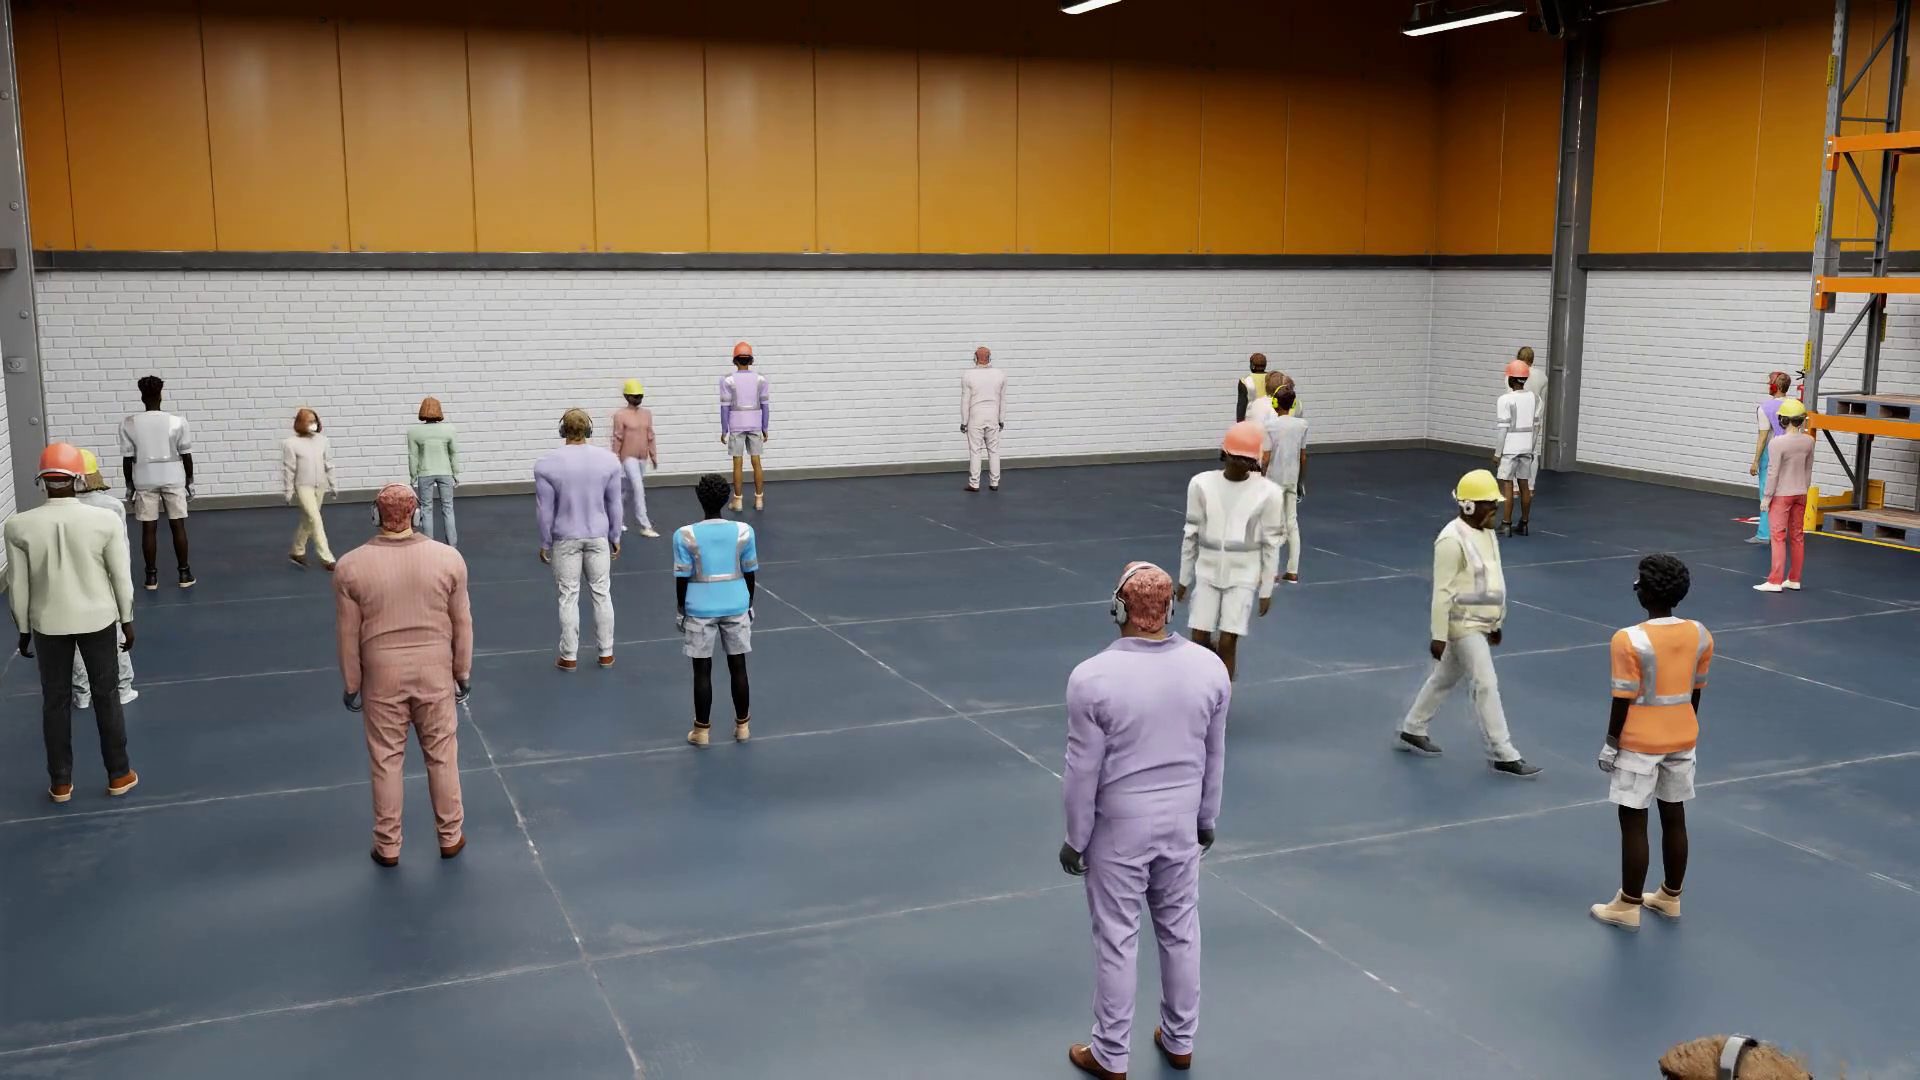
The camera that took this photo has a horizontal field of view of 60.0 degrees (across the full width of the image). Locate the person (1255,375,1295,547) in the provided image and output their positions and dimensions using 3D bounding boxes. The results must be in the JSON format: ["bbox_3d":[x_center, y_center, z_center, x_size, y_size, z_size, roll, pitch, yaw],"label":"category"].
[{"bbox_3d":[3.350,-0.811,17.419,0.545,1.821,0.641,-1,9,-8],"label":"person"}]

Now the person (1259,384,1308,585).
[{"bbox_3d":[2.982,-0.513,15.471,0.514,1.872,0.328,-4,10,-23],"label":"person"}]

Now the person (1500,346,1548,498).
[{"bbox_3d":[7.189,-1.504,21.265,0.630,1.940,0.372,-4,10,-23],"label":"person"}]

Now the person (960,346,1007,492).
[{"bbox_3d":[0.291,-1.583,21.844,0.641,1.908,0.408,-4,10,-23],"label":"person"}]

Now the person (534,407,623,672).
[{"bbox_3d":[-2.775,0.001,12.149,0.630,1.940,0.372,-4,10,-23],"label":"person"}]

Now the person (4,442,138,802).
[{"bbox_3d":[-4.911,0.455,9.225,0.611,1.995,0.381,-4,10,-23],"label":"person"}]

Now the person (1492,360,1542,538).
[{"bbox_3d":[6.054,-0.994,18.166,0.545,1.942,0.353,-4,10,-23],"label":"person"}]

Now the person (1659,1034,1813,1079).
[{"bbox_3d":[1.213,1.650,2.628,0.979,1.788,0.522,3,10,19],"label":"person"}]

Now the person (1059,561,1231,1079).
[{"bbox_3d":[0.649,1.023,6.049,0.641,1.908,0.408,-4,10,-23],"label":"person"}]

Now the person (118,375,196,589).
[{"bbox_3d":[-7.345,-0.526,15.256,0.607,1.966,0.367,-4,10,-23],"label":"person"}]

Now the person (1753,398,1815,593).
[{"bbox_3d":[7.491,-0.400,15.089,0.525,1.772,0.308,-4,10,-23],"label":"person"}]

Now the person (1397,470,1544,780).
[{"bbox_3d":[2.999,0.468,9.792,0.915,1.788,0.607,7,12,36],"label":"person"}]

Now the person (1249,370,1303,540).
[{"bbox_3d":[3.368,-0.904,17.918,0.626,1.846,0.429,-4,10,-23],"label":"person"}]

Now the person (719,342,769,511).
[{"bbox_3d":[-2.610,-1.366,20.111,0.607,2.044,0.377,-4,10,-23],"label":"person"}]

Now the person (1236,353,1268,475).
[{"bbox_3d":[3.825,-1.492,21.488,0.626,1.844,0.429,-4,10,-23],"label":"person"}]

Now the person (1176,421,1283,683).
[{"bbox_3d":[1.701,0.235,10.495,0.656,2.011,0.616,4,10,24],"label":"person"}]

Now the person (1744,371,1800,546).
[{"bbox_3d":[8.634,-0.855,17.602,0.565,1.850,0.390,-4,10,-23],"label":"person"}]

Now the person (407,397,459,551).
[{"bbox_3d":[-5.346,-0.634,16.918,0.500,1.633,0.281,-4,10,-23],"label":"person"}]

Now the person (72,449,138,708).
[{"bbox_3d":[-5.833,0.257,11.179,0.487,1.746,0.289,-4,10,-23],"label":"person"}]

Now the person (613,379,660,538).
[{"bbox_3d":[-3.625,-0.919,18.349,0.873,1.732,0.530,7,12,36],"label":"person"}]

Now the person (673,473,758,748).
[{"bbox_3d":[-1.503,0.436,10.244,0.535,1.697,0.318,-4,10,-23],"label":"person"}]

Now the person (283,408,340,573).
[{"bbox_3d":[-6.321,-0.494,16.205,0.841,1.589,0.512,5,11,29],"label":"person"}]

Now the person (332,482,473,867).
[{"bbox_3d":[-2.740,0.662,8.236,0.641,1.908,0.408,-4,10,-23],"label":"person"}]

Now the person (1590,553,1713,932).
[{"bbox_3d":[3.087,0.899,7.426,0.535,1.700,0.318,-4,10,-23],"label":"person"}]
